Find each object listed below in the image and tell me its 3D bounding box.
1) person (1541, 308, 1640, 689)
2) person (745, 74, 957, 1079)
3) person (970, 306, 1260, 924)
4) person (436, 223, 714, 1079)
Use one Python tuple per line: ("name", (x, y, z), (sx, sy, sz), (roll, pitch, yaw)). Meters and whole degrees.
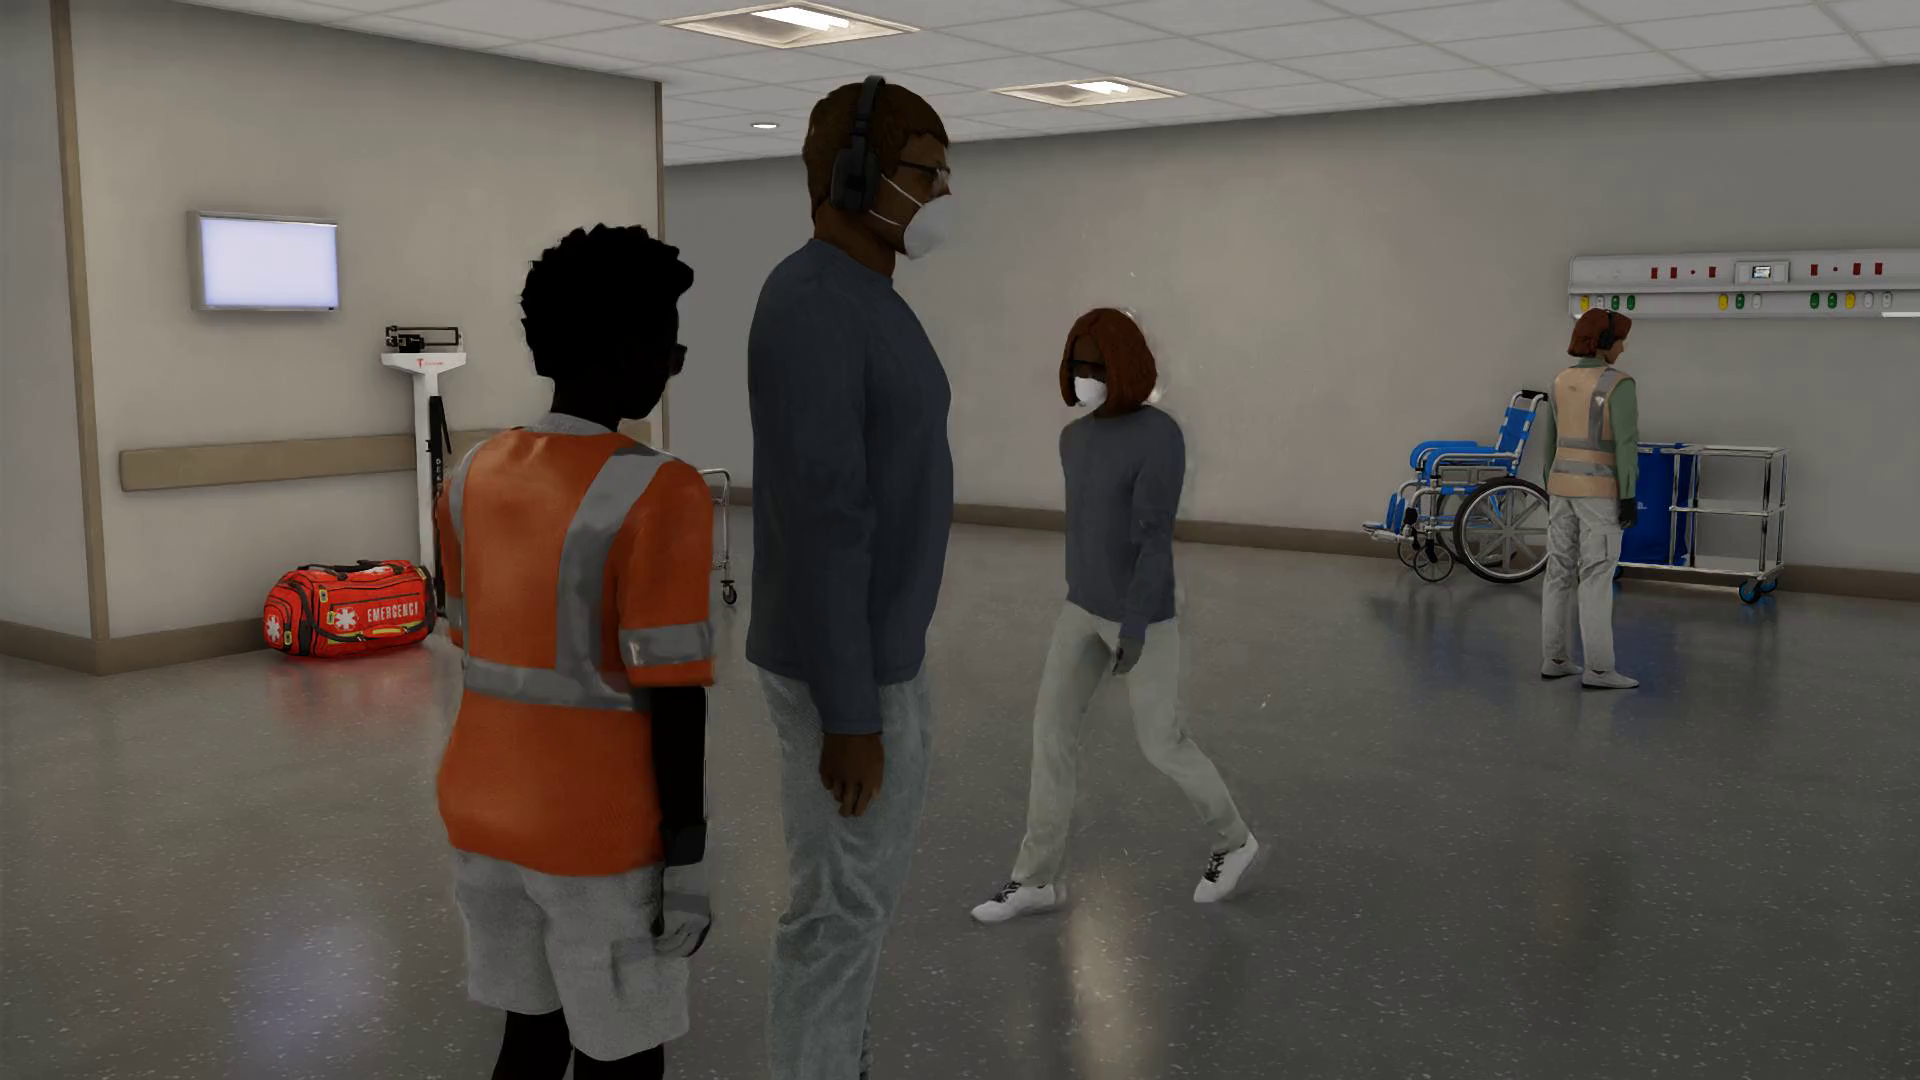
("person", (2.722, -0.180, 7.206), (0.314, 1.639, 0.514), (-3, 8, -20))
("person", (-0.157, 0.227, 2.739), (0.372, 1.938, 0.630), (0, 7, 3))
("person", (0.439, 0.191, 4.346), (0.768, 1.602, 0.499), (-5, 9, -35))
("person", (-0.532, 0.404, 2.337), (0.552, 1.683, 0.337), (6, 9, 40))
